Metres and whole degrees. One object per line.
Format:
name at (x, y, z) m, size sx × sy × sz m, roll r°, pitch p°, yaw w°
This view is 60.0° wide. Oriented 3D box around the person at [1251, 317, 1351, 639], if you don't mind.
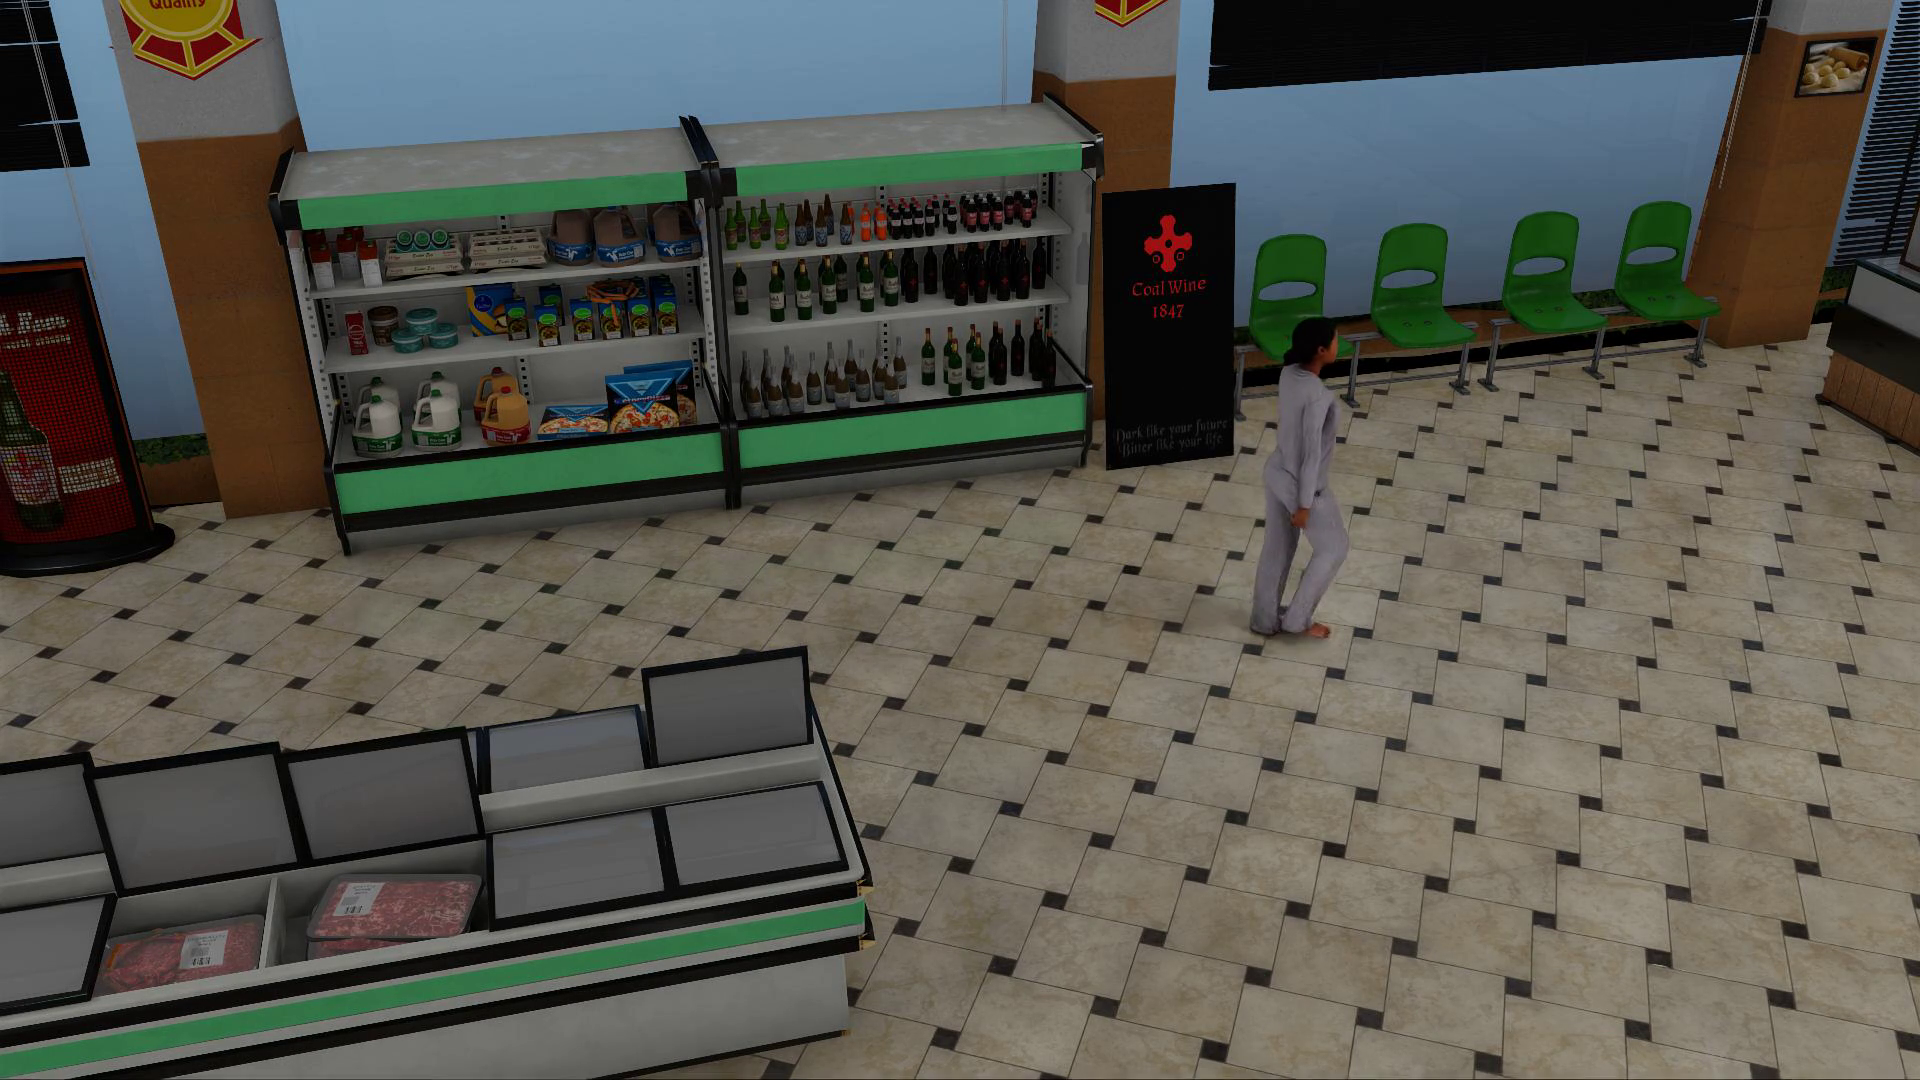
person at (1.605, -0.274, 8.234) m, size 0.627 × 1.723 × 0.635 m, roll -8°, pitch 30°, yaw -13°
